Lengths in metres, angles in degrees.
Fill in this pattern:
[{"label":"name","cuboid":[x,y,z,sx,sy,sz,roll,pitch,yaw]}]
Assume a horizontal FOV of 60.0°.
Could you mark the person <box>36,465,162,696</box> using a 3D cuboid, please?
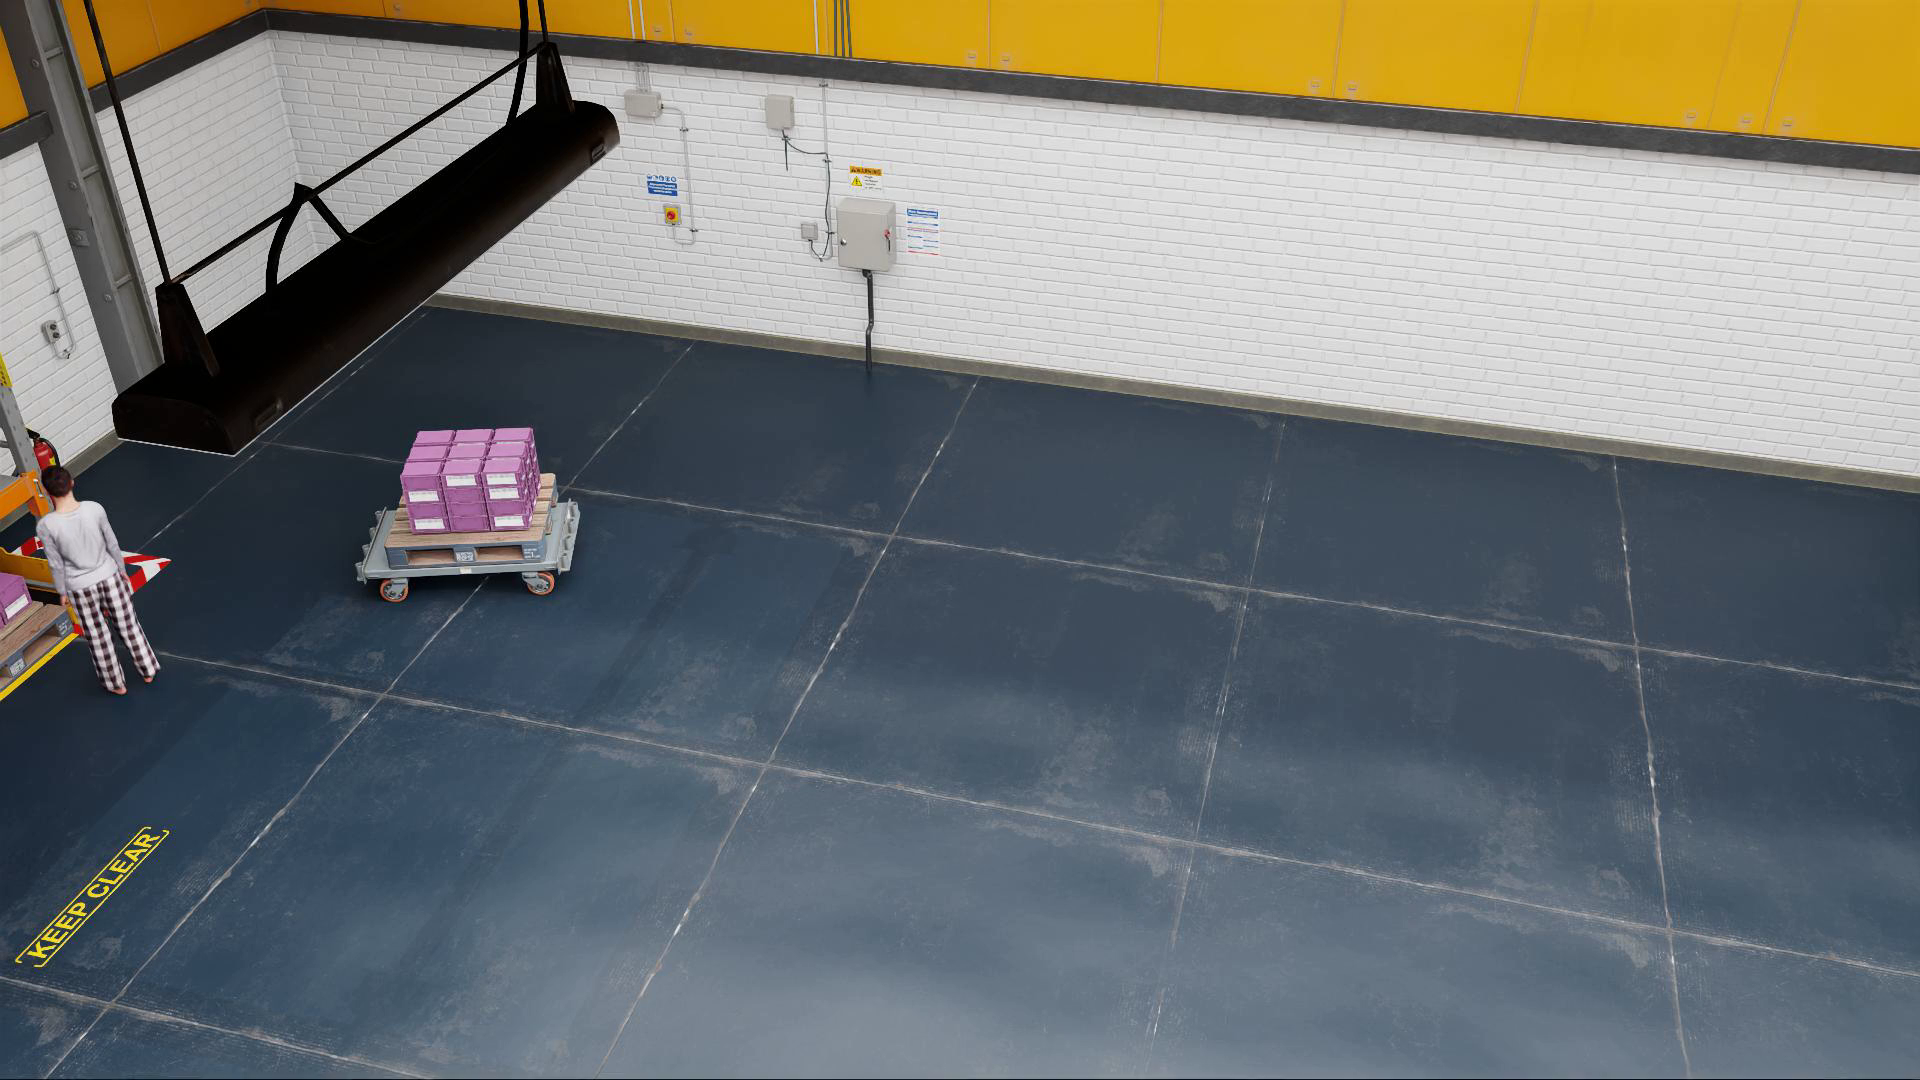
[{"label":"person","cuboid":[-6.175,0.292,11.848,0.668,1.846,0.776,-27,42,-34]}]
